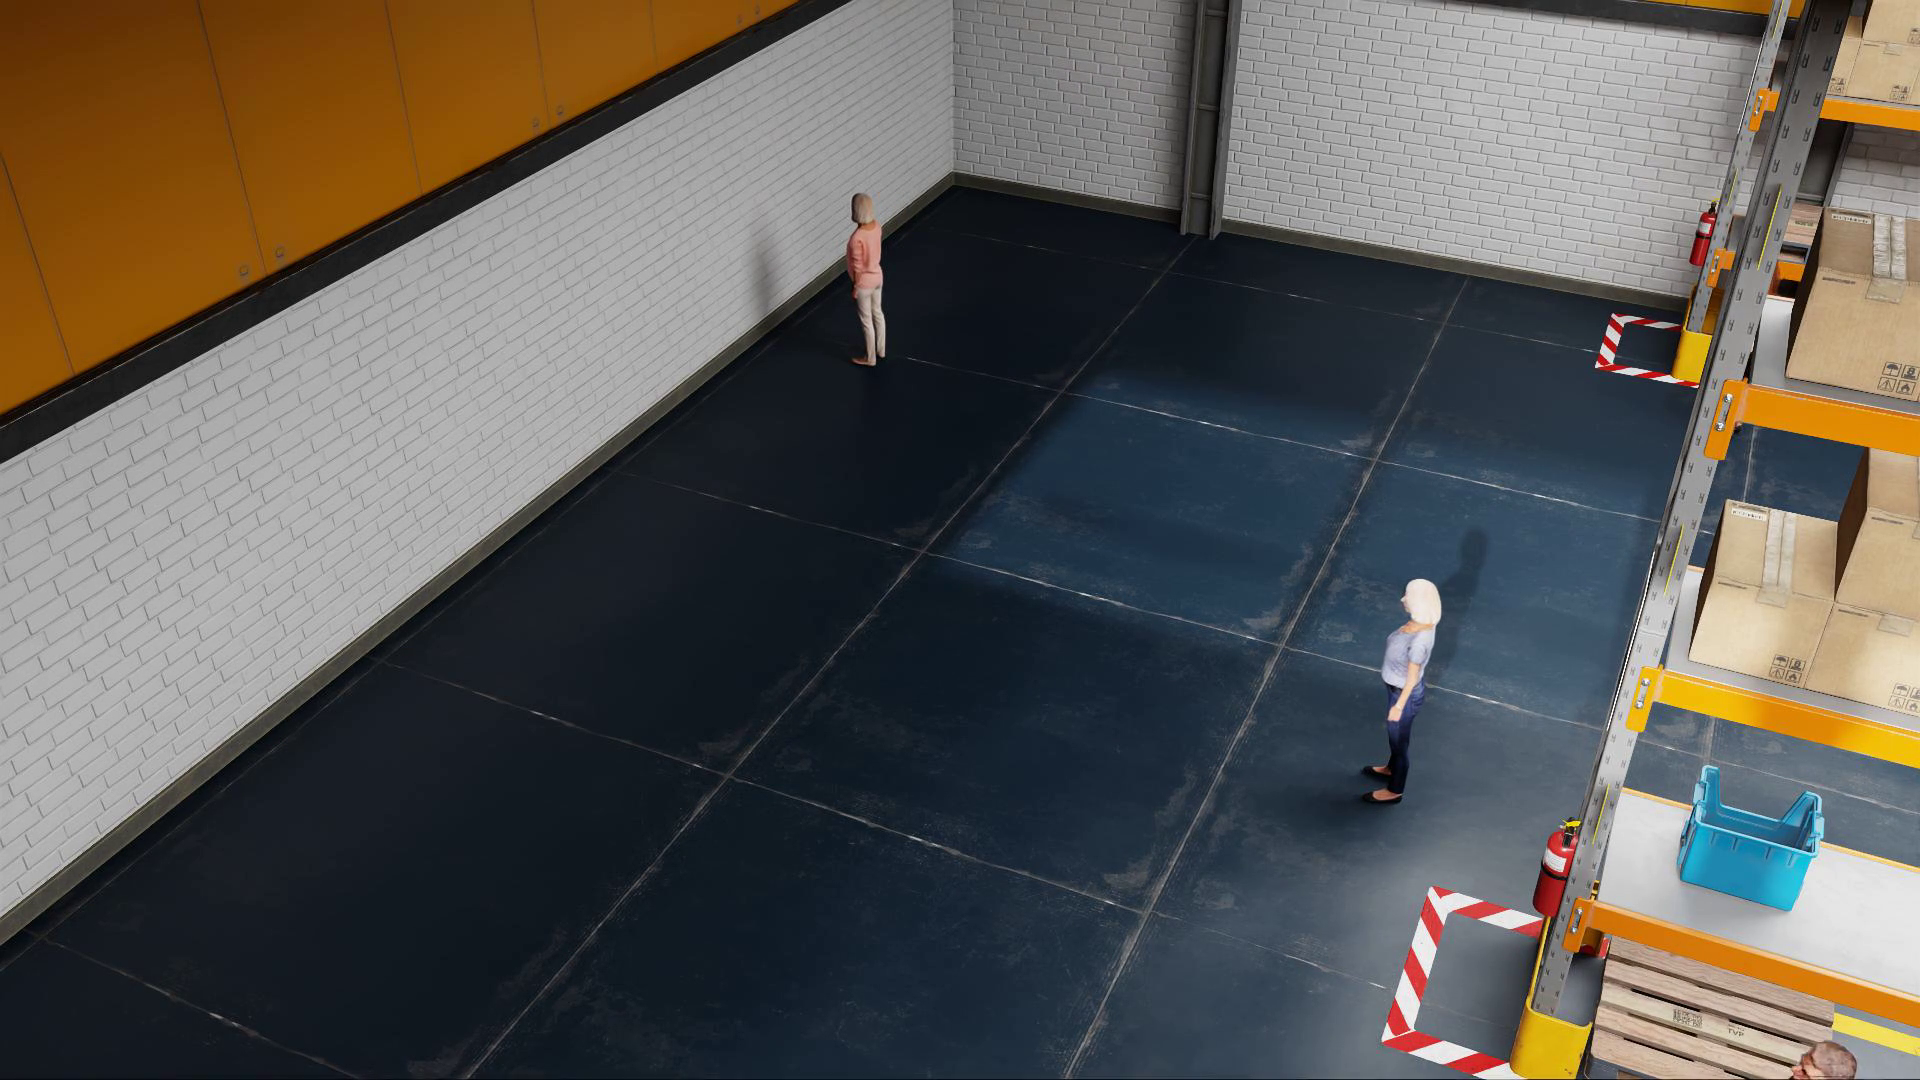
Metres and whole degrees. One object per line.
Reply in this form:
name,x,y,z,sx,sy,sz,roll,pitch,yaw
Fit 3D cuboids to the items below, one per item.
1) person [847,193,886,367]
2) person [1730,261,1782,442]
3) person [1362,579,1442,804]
person,-0.883,-2.481,15.837,0.541,1.724,0.615,18,38,25
person,6.943,-1.684,14.642,0.591,1.720,0.631,25,41,33
person,2.859,0.960,10.664,0.561,1.720,0.611,8,35,12
